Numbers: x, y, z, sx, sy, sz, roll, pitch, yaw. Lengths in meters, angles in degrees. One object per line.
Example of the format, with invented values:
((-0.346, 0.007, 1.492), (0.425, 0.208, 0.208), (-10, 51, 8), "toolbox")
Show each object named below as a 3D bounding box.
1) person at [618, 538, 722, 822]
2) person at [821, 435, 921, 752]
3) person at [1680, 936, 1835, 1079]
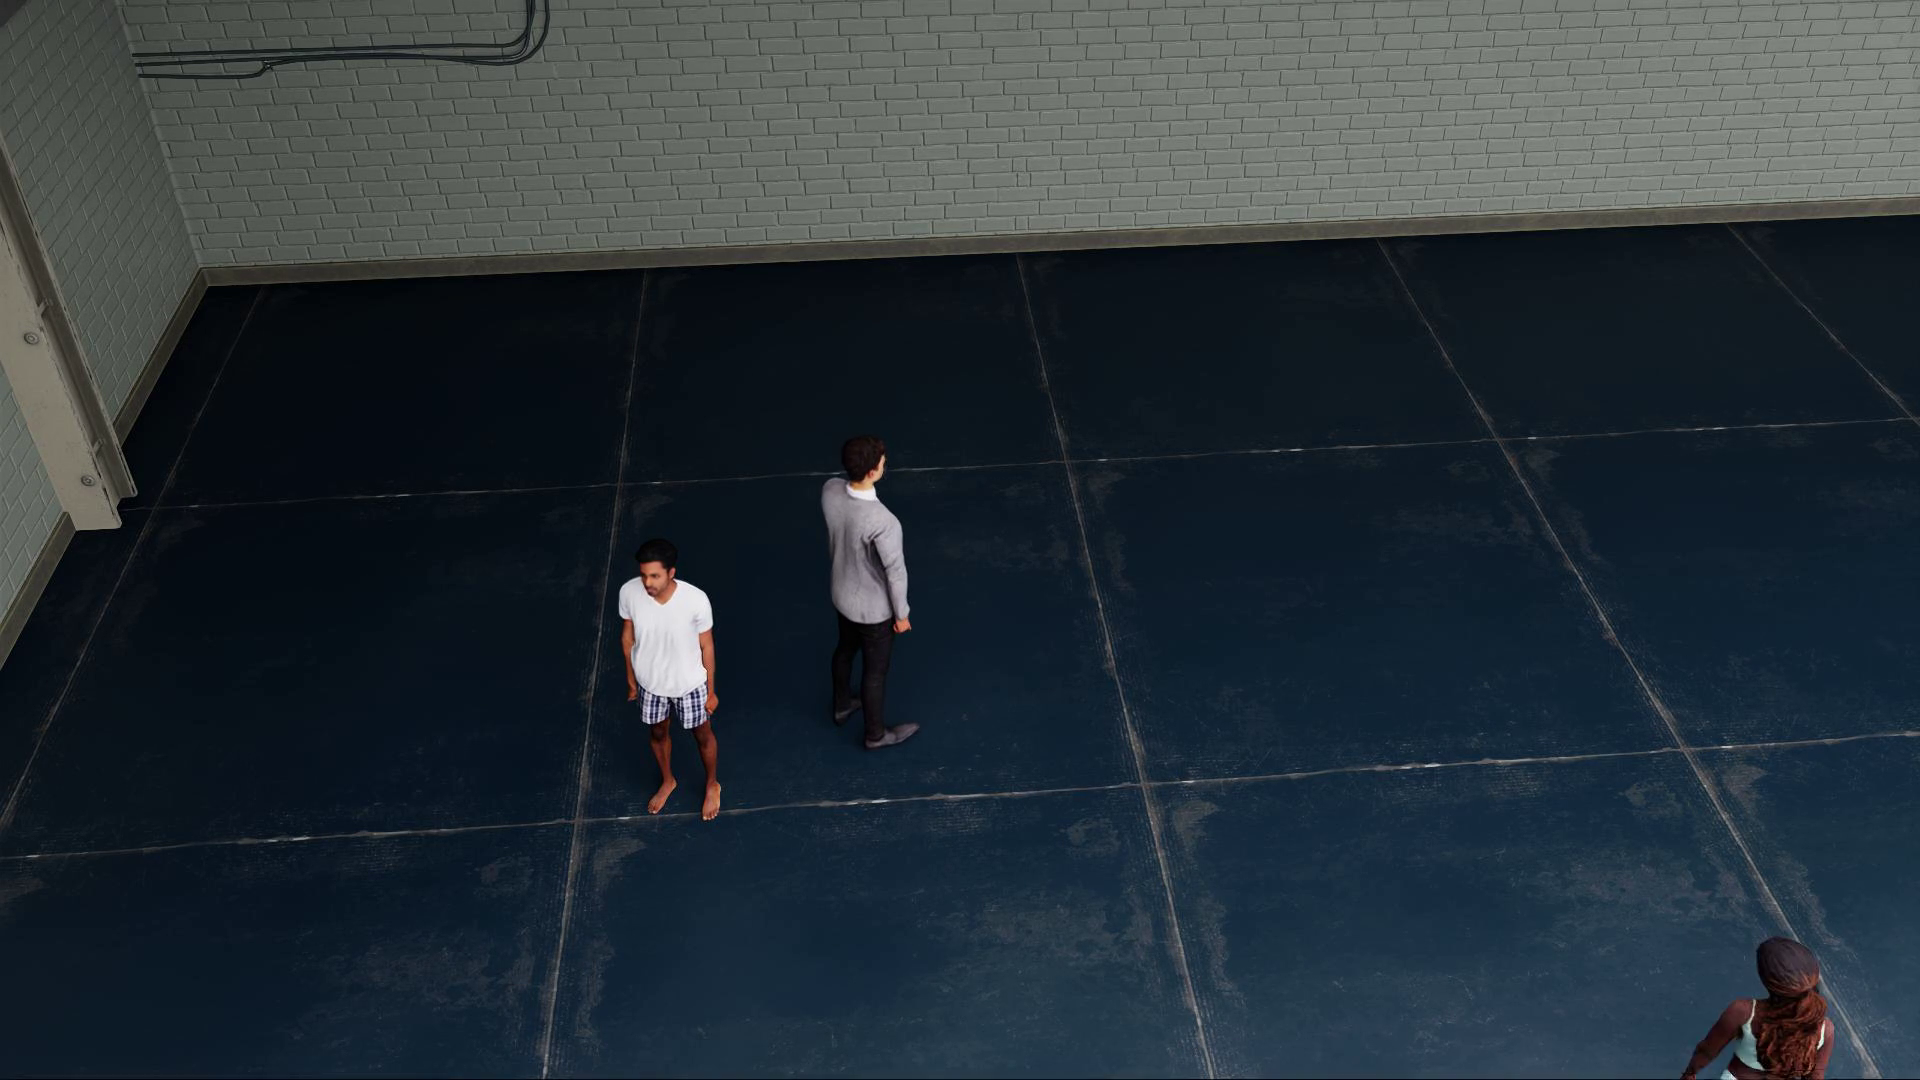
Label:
((-1.430, 0.680, 8.305), (0.677, 1.735, 0.615), (6, 38, 7), "person")
((-0.516, 0.283, 8.663), (0.873, 1.918, 0.759), (-27, 45, -30), "person")
((3.009, 2.261, 6.324), (0.700, 1.685, 0.820), (14, 40, 17), "person")
